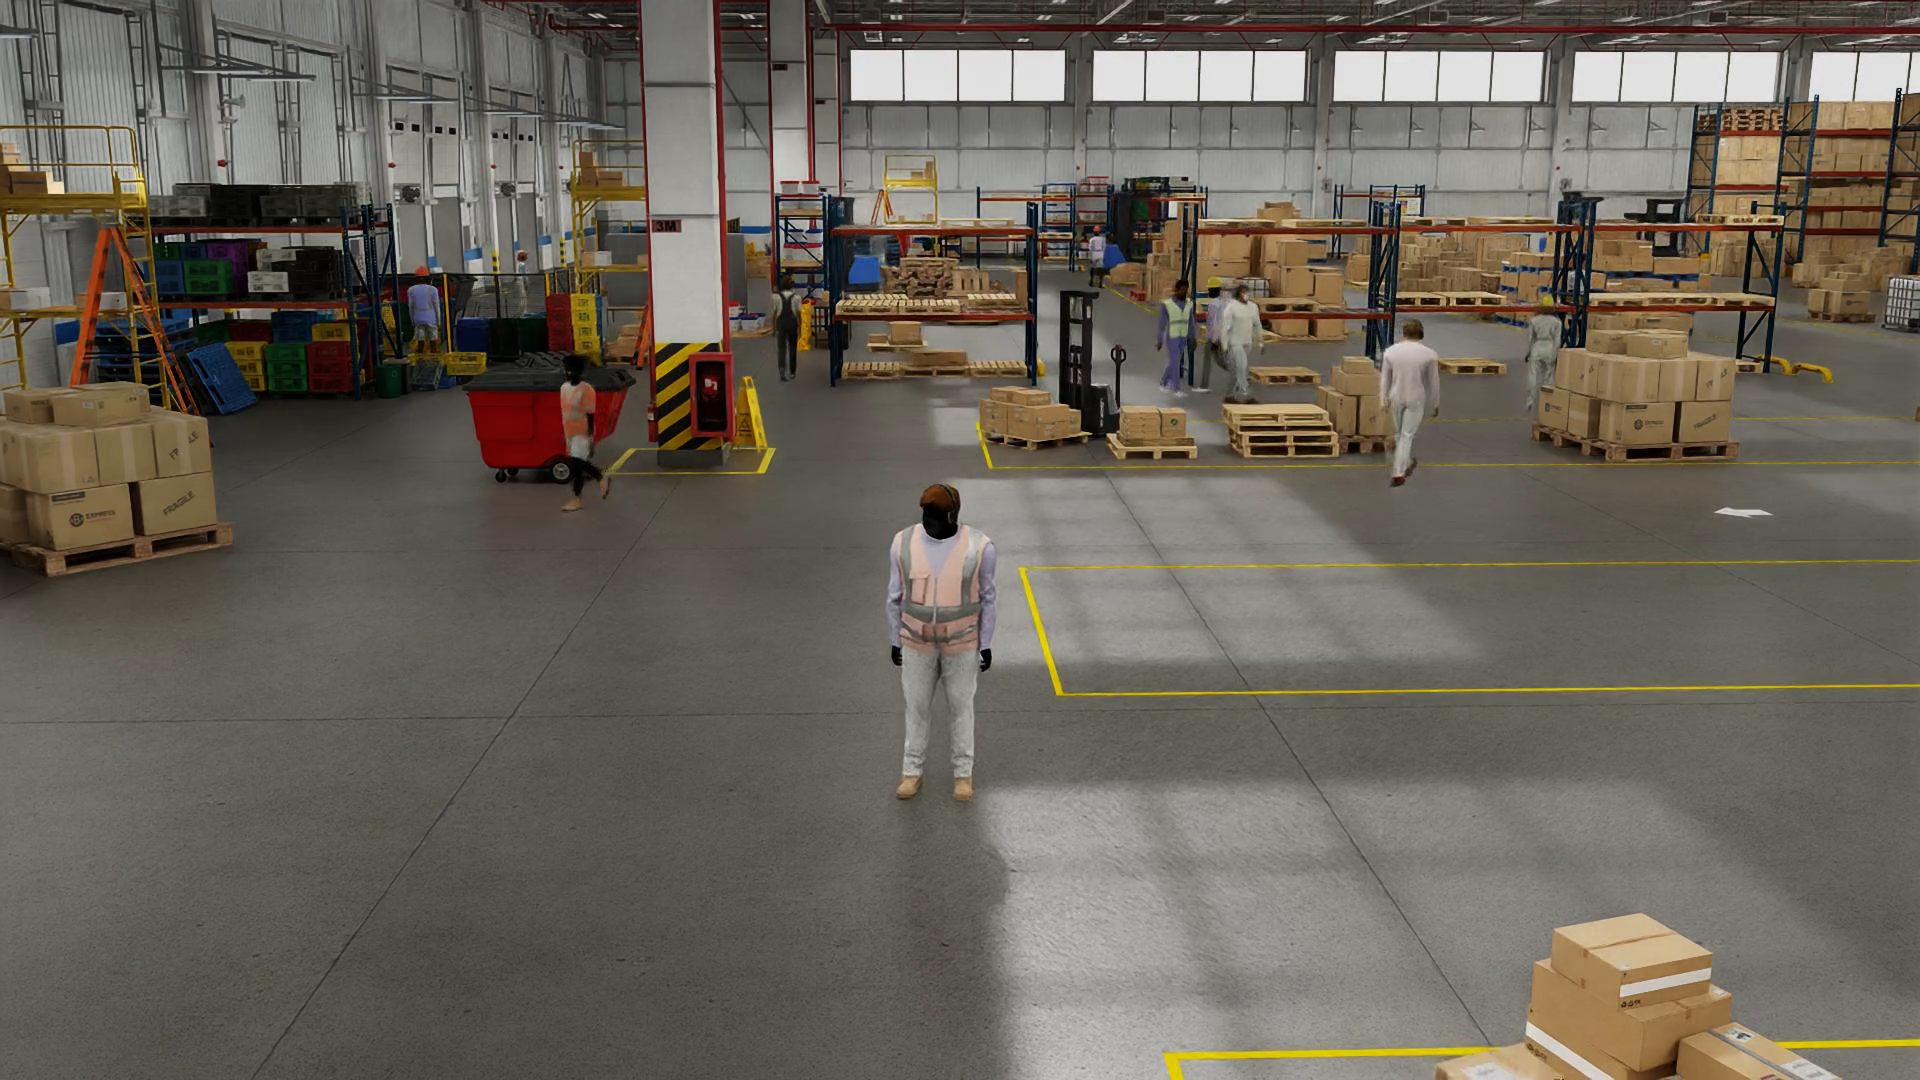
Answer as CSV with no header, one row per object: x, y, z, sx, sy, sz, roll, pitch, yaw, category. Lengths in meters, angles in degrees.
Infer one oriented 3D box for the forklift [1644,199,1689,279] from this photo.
19.149,-7.912,45.444,1.129,2.768,1.873,-3,13,-14,forklift

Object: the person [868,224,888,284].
-2.600,-9.111,53.048,0.663,1.917,0.512,-6,14,-24,person

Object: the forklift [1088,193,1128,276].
5.431,-10.447,56.891,1.873,2.768,1.129,-2,13,-9,forklift

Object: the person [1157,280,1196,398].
3.453,-3.241,26.693,0.650,1.872,0.906,-8,15,-32,person

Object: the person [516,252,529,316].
-10.716,-6.242,40.754,0.312,1.633,0.521,-6,14,-26,person

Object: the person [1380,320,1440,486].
5.212,-1.597,19.201,0.649,1.878,1.033,8,15,32,person

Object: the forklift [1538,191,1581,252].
22.834,-11.661,62.371,1.873,2.768,1.129,12,17,43,forklift

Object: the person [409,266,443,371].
-9.388,-3.838,29.246,0.571,1.930,0.429,0,12,1,person

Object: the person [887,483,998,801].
-0.107,0.581,9.470,0.624,1.841,0.430,2,13,8,person

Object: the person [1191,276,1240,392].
4.190,-3.317,26.922,0.788,1.906,0.596,7,14,28,person

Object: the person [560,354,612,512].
-4.004,-1.157,17.701,0.540,1.672,0.663,11,17,41,person

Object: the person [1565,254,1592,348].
12.285,-4.731,33.162,0.614,1.963,0.362,-7,14,-27,person

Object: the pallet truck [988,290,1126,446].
1.257,-2.299,22.111,1.885,1.965,0.823,-9,15,-35,pallet truck

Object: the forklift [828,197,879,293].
-3.427,-8.677,48.896,1.873,2.768,1.129,-8,15,-31,forklift

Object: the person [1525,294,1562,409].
8.804,-2.827,25.117,0.509,1.754,0.352,5,13,21,person

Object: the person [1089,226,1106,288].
4.253,-8.768,51.602,0.547,1.890,1.013,-2,13,-8,person

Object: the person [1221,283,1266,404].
4.319,-2.964,25.372,0.633,1.885,1.025,-8,15,-31,person

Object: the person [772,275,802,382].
-2.972,-3.643,28.605,0.516,1.819,0.827,-1,13,-3,person
